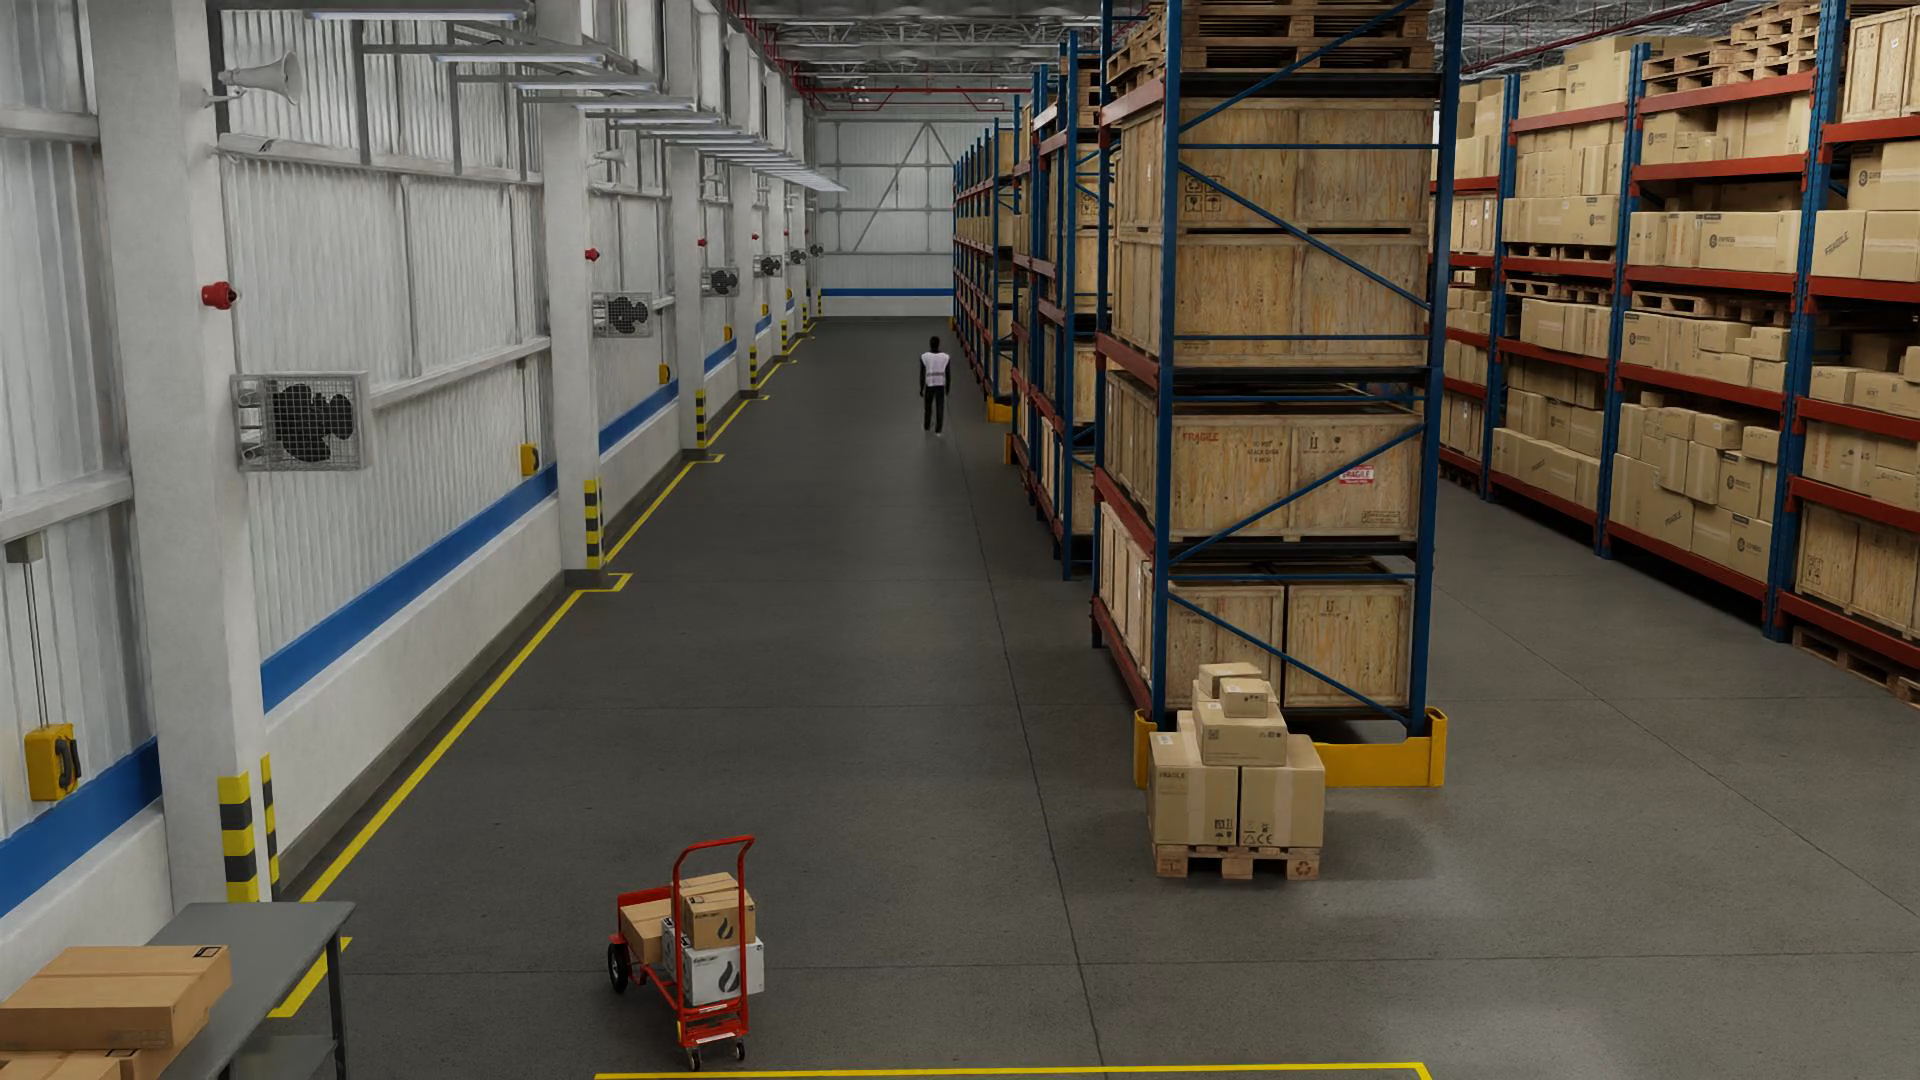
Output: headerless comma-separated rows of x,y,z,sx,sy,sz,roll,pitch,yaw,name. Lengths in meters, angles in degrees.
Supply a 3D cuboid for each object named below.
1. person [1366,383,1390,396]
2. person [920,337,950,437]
7.479,-2.608,30.234,0.915,1.799,0.652,0,11,0,person
-0.496,-2.940,31.766,0.620,1.868,0.999,-3,11,-13,person
